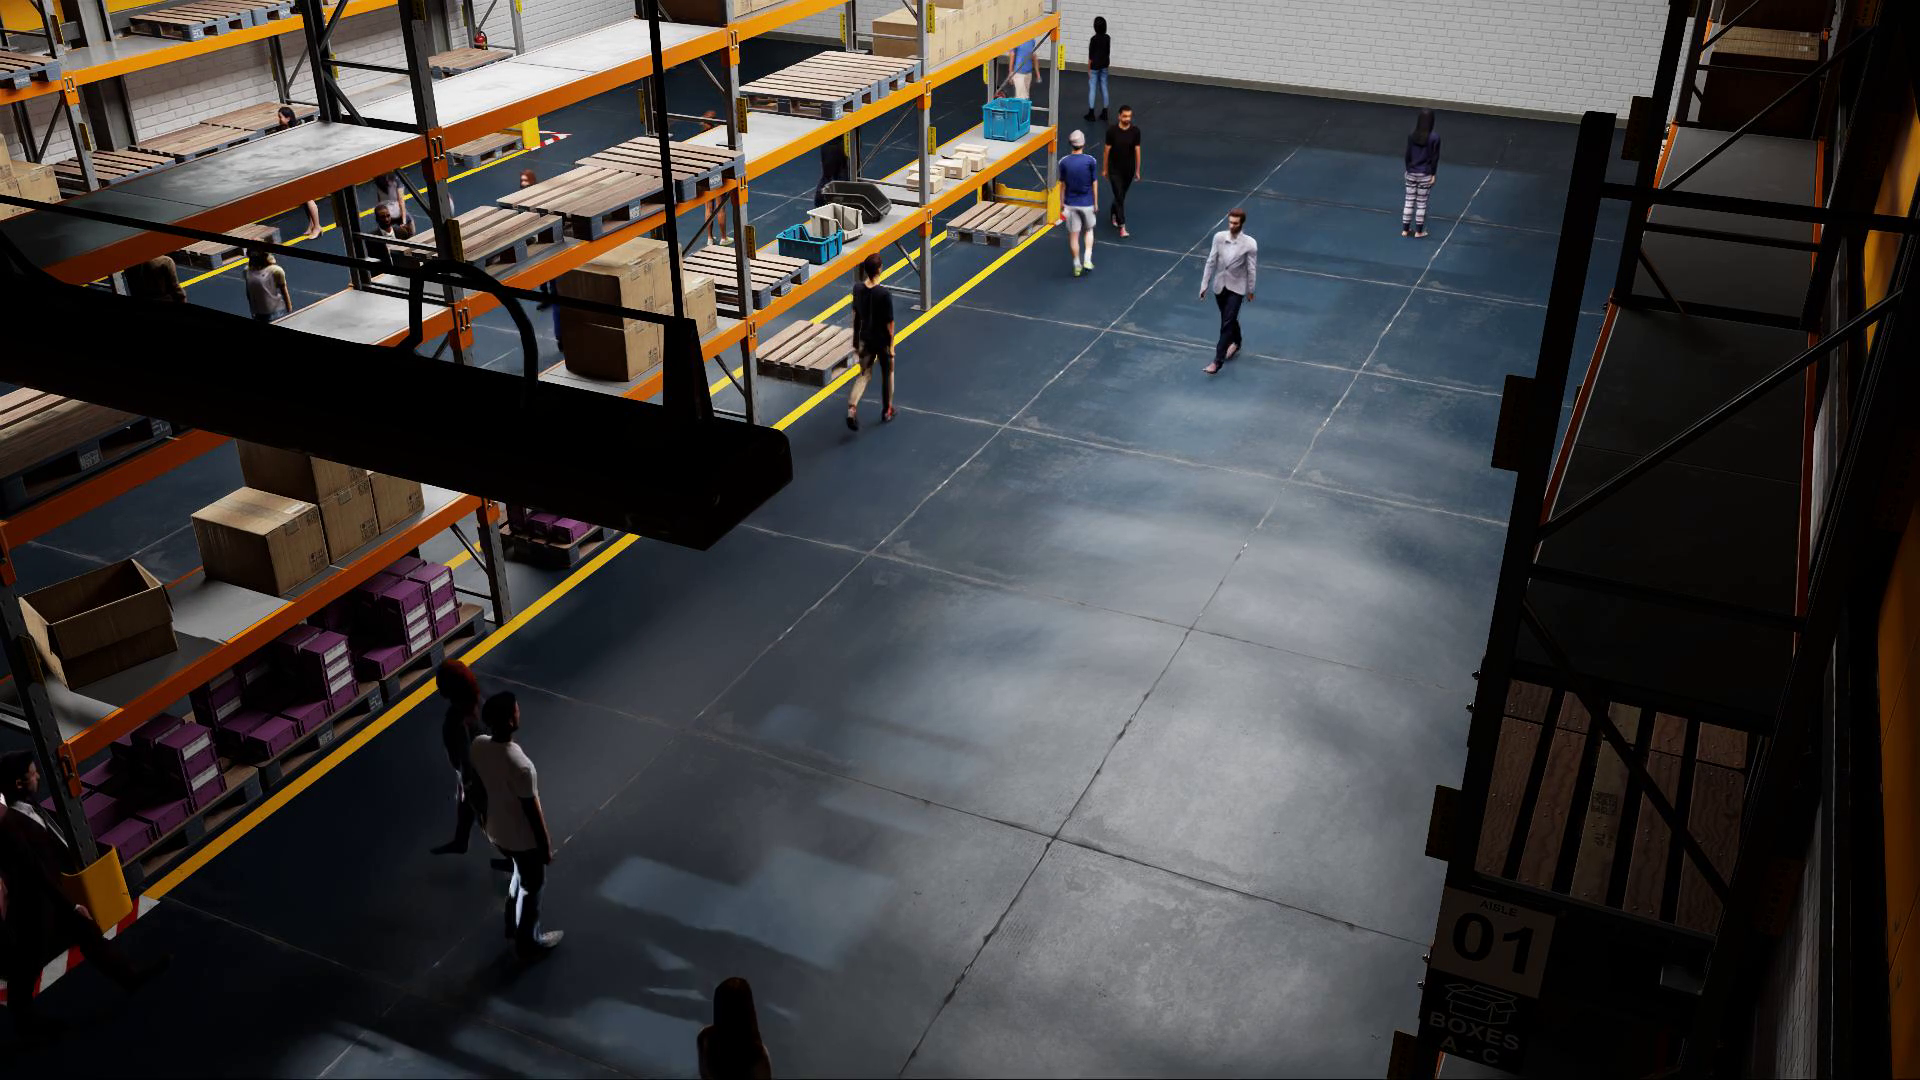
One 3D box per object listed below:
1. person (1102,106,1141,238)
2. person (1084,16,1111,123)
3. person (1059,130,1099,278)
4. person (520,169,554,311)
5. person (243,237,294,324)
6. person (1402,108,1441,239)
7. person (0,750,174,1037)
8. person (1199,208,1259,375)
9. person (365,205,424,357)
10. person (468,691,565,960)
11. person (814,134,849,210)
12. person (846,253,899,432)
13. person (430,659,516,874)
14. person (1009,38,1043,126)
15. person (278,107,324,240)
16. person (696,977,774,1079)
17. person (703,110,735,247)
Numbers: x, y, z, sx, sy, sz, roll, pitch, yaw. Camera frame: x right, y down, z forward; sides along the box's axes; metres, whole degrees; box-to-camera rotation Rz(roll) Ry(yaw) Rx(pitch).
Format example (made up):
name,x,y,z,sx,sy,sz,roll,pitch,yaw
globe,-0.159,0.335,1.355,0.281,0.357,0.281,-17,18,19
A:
name,x,y,z,sx,sy,sz,roll,pitch,yaw
person,2.156,-5.005,22.462,1.091,1.711,1.223,-6,29,-10
person,2.315,-7.826,27.646,0.652,1.699,0.727,-12,31,-22
person,1.477,-4.180,20.844,0.748,1.812,0.726,4,29,8
person,-5.007,-3.621,19.934,0.670,1.702,0.686,7,29,13
person,-7.301,-2.421,17.747,0.821,1.689,1.217,7,29,12
person,6.164,-4.931,22.302,0.645,1.734,0.586,21,35,33
person,-5.334,2.064,9.391,1.217,1.817,1.137,-10,30,-17
person,3.013,-2.771,18.281,0.896,1.793,1.309,21,35,33
person,-6.248,-2.815,18.355,0.786,1.799,0.620,25,37,38
person,-2.721,1.764,9.917,0.759,1.841,0.740,24,37,37
person,-1.643,-4.924,22.420,0.680,1.608,0.766,18,33,30
person,-0.899,-1.960,16.751,0.653,1.833,1.067,14,31,23
person,-3.021,1.484,10.548,0.928,1.729,0.922,4,29,6
person,0.961,-7.566,27.047,1.225,1.816,1.072,-20,34,-32
person,-8.831,-4.906,22.219,0.802,1.769,0.777,-18,33,-30
person,-1.089,2.841,8.082,0.569,1.706,0.530,12,31,21
person,-3.256,-4.773,21.951,0.627,1.791,0.619,7,29,12
